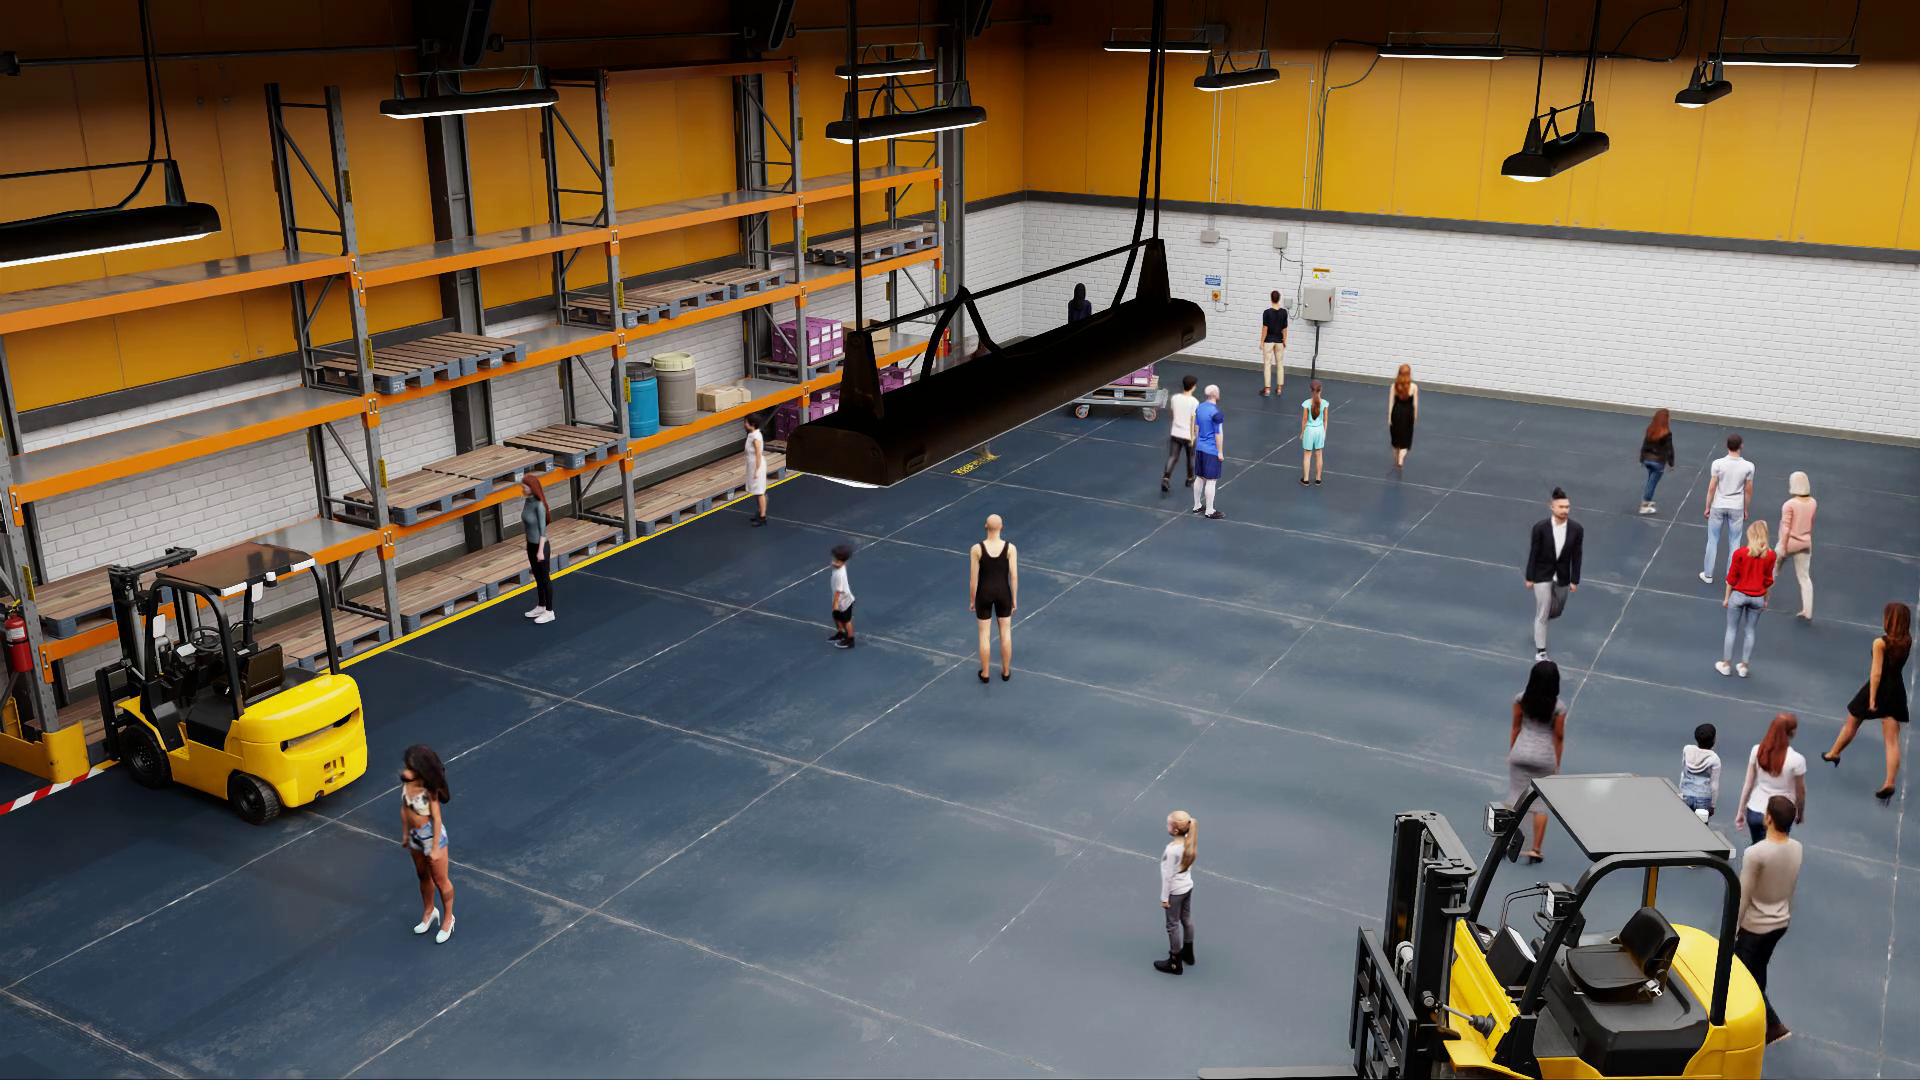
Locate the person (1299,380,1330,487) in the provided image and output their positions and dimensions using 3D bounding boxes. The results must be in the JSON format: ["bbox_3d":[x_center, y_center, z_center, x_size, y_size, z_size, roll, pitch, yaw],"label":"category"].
[{"bbox_3d":[5.142,-1.564,24.161,0.643,1.558,0.678,0,19,-1],"label":"person"}]

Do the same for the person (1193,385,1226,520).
[{"bbox_3d":[3.397,-1.220,22.698,0.751,1.841,0.755,-10,21,-28],"label":"person"}]

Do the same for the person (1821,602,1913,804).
[{"bbox_3d":[8.276,1.472,14.773,1.023,1.796,1.129,-3,19,-10],"label":"person"}]

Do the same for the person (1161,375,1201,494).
[{"bbox_3d":[3.142,-1.490,23.747,0.652,1.683,1.110,11,22,30],"label":"person"}]

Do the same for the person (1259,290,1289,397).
[{"bbox_3d":[5.547,-3.482,29.392,0.715,1.854,0.764,-4,19,-12],"label":"person"}]

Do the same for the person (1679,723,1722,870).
[{"bbox_3d":[6.079,2.099,13.755,0.559,1.258,0.527,-16,24,-39],"label":"person"}]

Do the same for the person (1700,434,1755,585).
[{"bbox_3d":[9.308,-0.376,20.173,0.690,1.852,0.624,6,19,17],"label":"person"}]

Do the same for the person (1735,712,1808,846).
[{"bbox_3d":[6.181,2.199,12.791,1.196,1.684,0.827,-15,24,-38],"label":"person"}]

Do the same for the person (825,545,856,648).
[{"bbox_3d":[-1.267,0.609,18.221,0.719,1.231,0.648,1,19,3],"label":"person"}]

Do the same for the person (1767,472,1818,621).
[{"bbox_3d":[9.609,0.108,19.034,1.151,1.663,1.233,-4,19,-11],"label":"person"}]

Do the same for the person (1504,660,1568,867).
[{"bbox_3d":[4.727,1.836,13.725,0.569,1.775,0.543,11,22,30],"label":"person"}]

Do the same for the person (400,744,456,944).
[{"bbox_3d":[-4.044,2.290,12.631,0.580,1.613,0.585,13,23,34],"label":"person"}]

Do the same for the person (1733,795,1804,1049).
[{"bbox_3d":[5.471,2.632,11.245,0.984,1.849,1.020,-7,20,-20],"label":"person"}]

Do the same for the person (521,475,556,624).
[{"bbox_3d":[-4.817,0.087,18.968,0.670,1.745,0.657,-13,22,-33],"label":"person"}]

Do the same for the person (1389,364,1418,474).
[{"bbox_3d":[6.593,-1.795,24.786,0.658,1.598,1.078,7,20,20],"label":"person"}]

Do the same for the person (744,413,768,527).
[{"bbox_3d":[-2.741,-0.964,22.389,0.703,1.553,0.633,-4,19,-11],"label":"person"}]

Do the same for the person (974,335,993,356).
[{"bbox_3d":[0.358,-2.624,27.340,0.574,1.538,0.645,8,20,24],"label":"person"}]

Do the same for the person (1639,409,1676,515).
[{"bbox_3d":[9.495,-1.072,22.842,0.792,1.468,0.731,-8,20,-21],"label":"person"}]

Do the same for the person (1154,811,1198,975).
[{"bbox_3d":[1.620,2.583,12.292,0.580,1.274,0.461,14,23,36],"label":"person"}]

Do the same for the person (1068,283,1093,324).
[{"bbox_3d":[2.218,-3.906,30.840,0.644,1.735,0.582,6,20,17],"label":"person"}]

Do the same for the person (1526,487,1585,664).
[{"bbox_3d":[6.350,0.344,17.914,0.990,1.928,1.216,2,19,6],"label":"person"}]

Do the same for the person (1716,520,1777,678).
[{"bbox_3d":[8.260,0.620,17.456,0.697,1.700,0.677,2,19,5],"label":"person"}]

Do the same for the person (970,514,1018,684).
[{"bbox_3d":[0.348,0.605,17.318,0.710,1.815,0.717,-2,19,-5],"label":"person"}]
